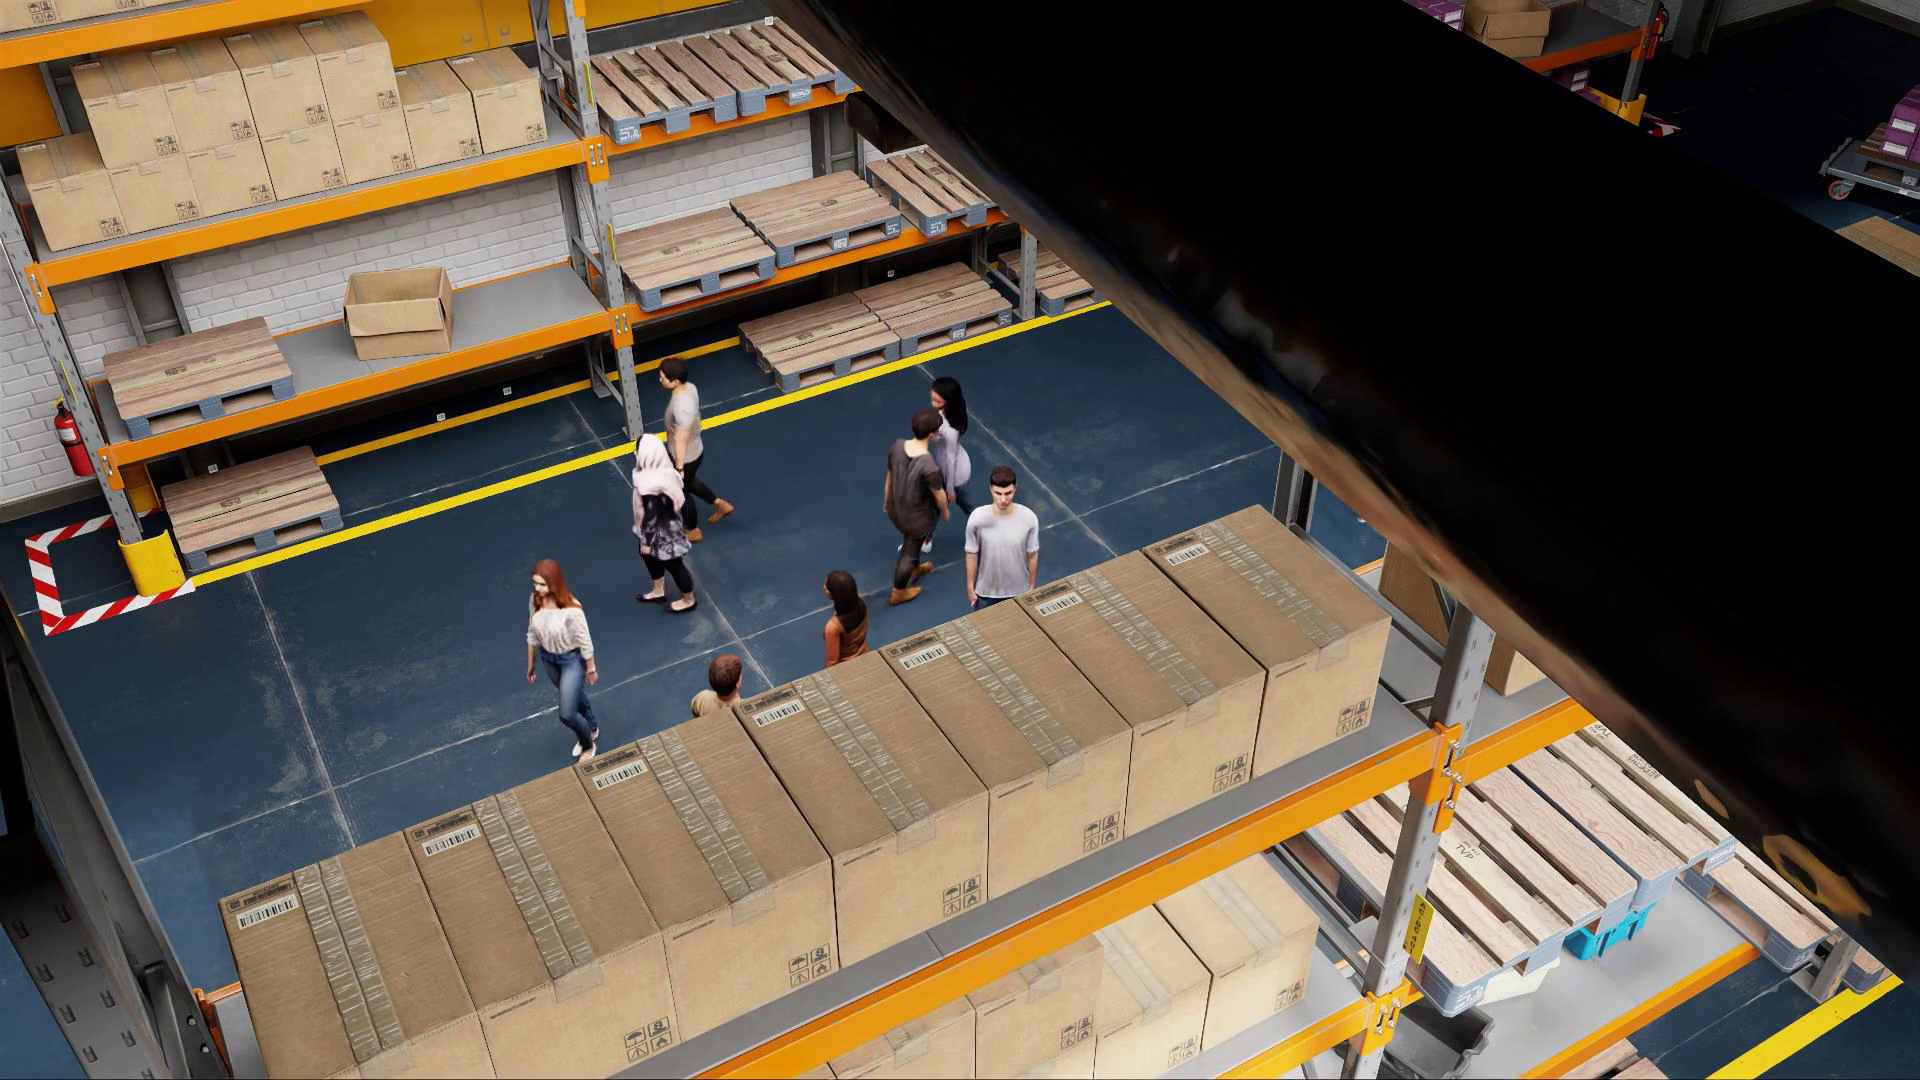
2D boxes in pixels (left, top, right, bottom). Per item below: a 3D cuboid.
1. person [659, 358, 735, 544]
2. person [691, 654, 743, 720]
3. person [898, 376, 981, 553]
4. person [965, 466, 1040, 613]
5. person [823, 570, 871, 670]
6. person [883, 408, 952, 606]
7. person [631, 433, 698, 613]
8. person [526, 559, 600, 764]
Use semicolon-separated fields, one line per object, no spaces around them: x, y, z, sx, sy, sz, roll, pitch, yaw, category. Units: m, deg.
-2.038;-0.677;12.828;0.889;1.700;0.781;-3;39;-4;person
-1.346;1.413;10.090;0.749;1.851;0.780;14;41;17;person
0.040;-0.510;12.622;1.264;1.696;1.024;1;39;1;person
0.300;0.265;11.498;0.677;1.887;0.808;-2;39;-3;person
-0.722;0.865;10.910;0.701;1.683;0.606;18;42;21;person
-0.419;-0.194;12.233;0.799;1.687;0.702;-29;47;-31;person
-2.090;-0.098;12.164;0.863;1.624;0.798;-2;39;-3;person
-2.564;0.751;11.027;0.720;1.716;0.771;23;44;26;person
